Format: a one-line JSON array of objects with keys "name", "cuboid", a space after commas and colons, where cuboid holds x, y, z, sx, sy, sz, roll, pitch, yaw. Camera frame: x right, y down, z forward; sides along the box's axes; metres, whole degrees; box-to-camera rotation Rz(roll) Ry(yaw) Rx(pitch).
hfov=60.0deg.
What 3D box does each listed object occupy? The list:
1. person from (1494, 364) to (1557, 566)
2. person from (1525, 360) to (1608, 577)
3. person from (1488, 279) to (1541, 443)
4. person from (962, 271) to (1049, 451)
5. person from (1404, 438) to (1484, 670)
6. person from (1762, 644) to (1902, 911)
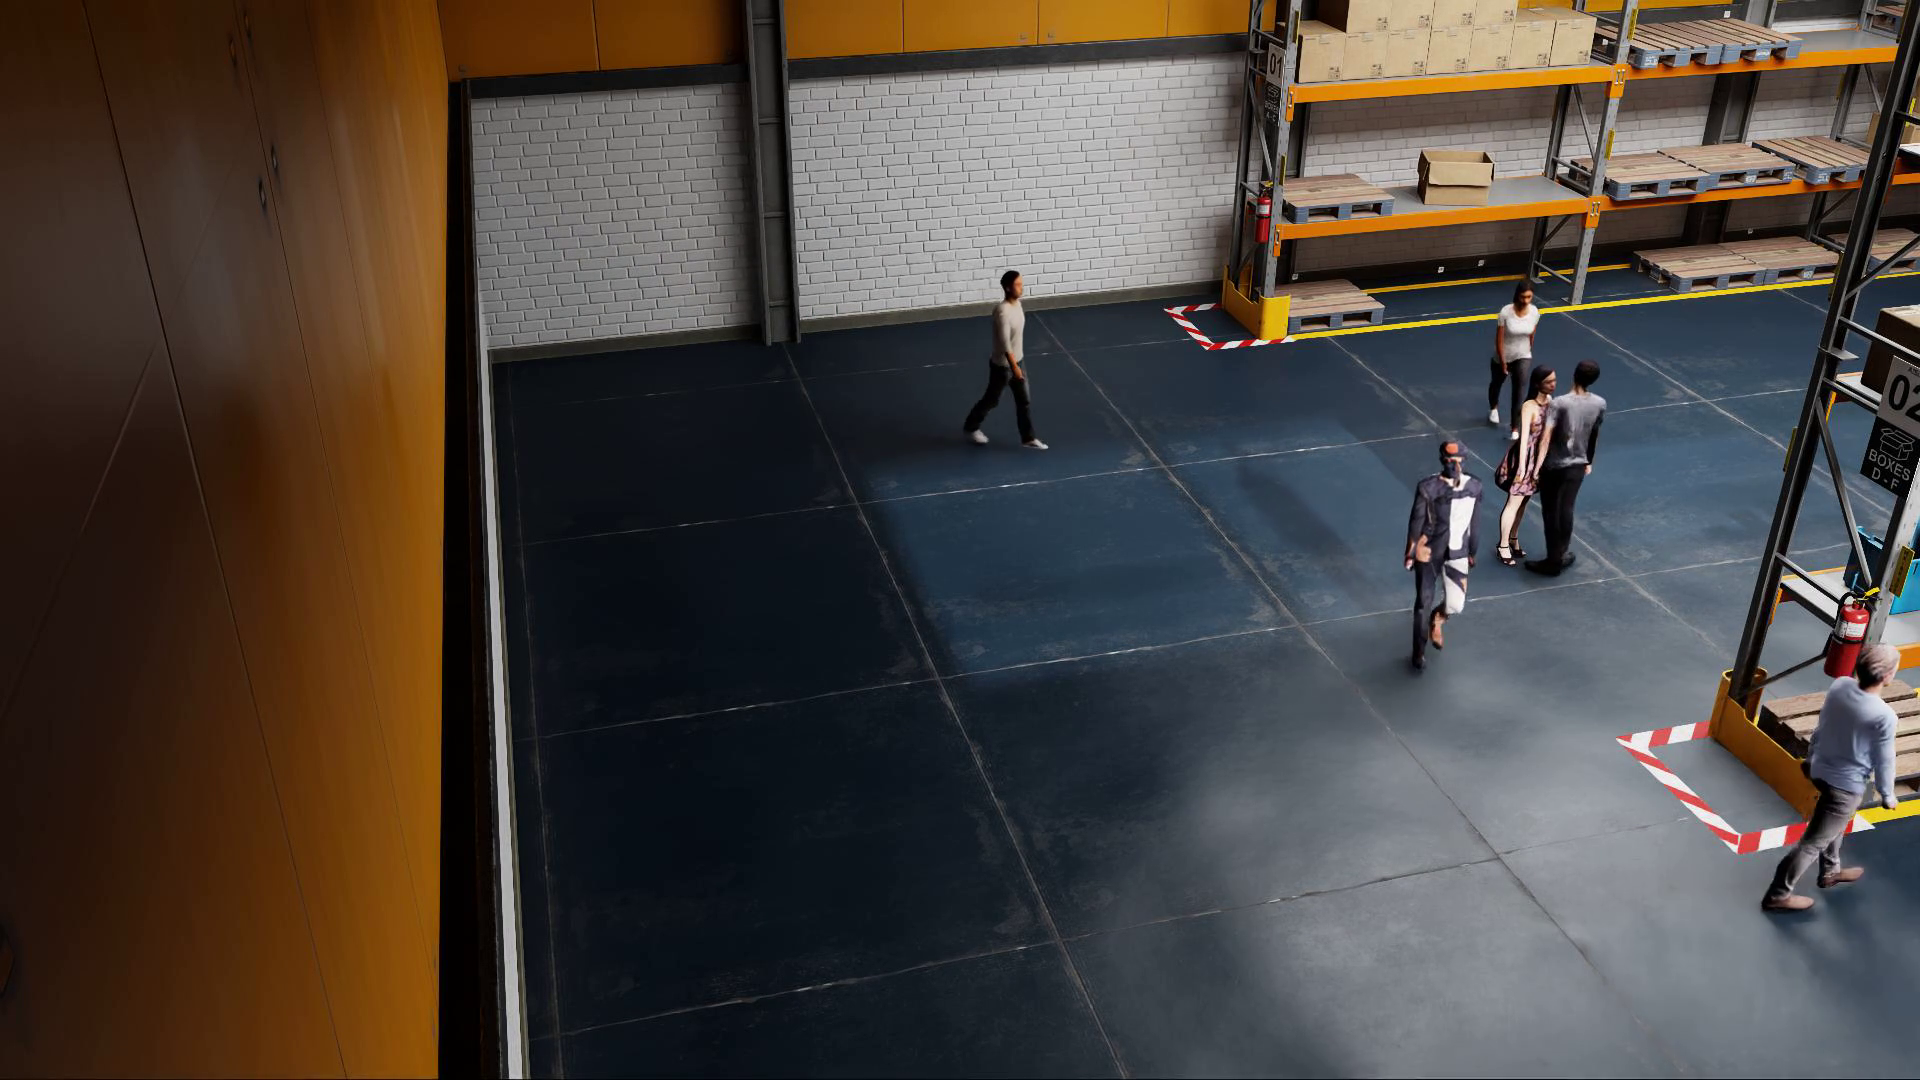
[{"name": "person", "cuboid": [4.755, -0.634, 13.924, 0.855, 1.774, 0.774, 25, 37, 37]}, {"name": "person", "cuboid": [5.012, -0.580, 13.765, 0.552, 1.830, 0.773, -15, 32, -26]}, {"name": "person", "cuboid": [5.358, -1.798, 16.254, 1.111, 1.586, 0.883, 2, 29, 4]}, {"name": "person", "cuboid": [0.354, -1.700, 15.874, 1.190, 1.777, 1.100, 13, 31, 23]}, {"name": "person", "cuboid": [3.613, 0.062, 12.534, 0.776, 1.883, 0.874, 1, 29, 2]}, {"name": "person", "cuboid": [5.181, 1.470, 9.975, 1.019, 1.861, 0.759, -2, 29, -4]}]
